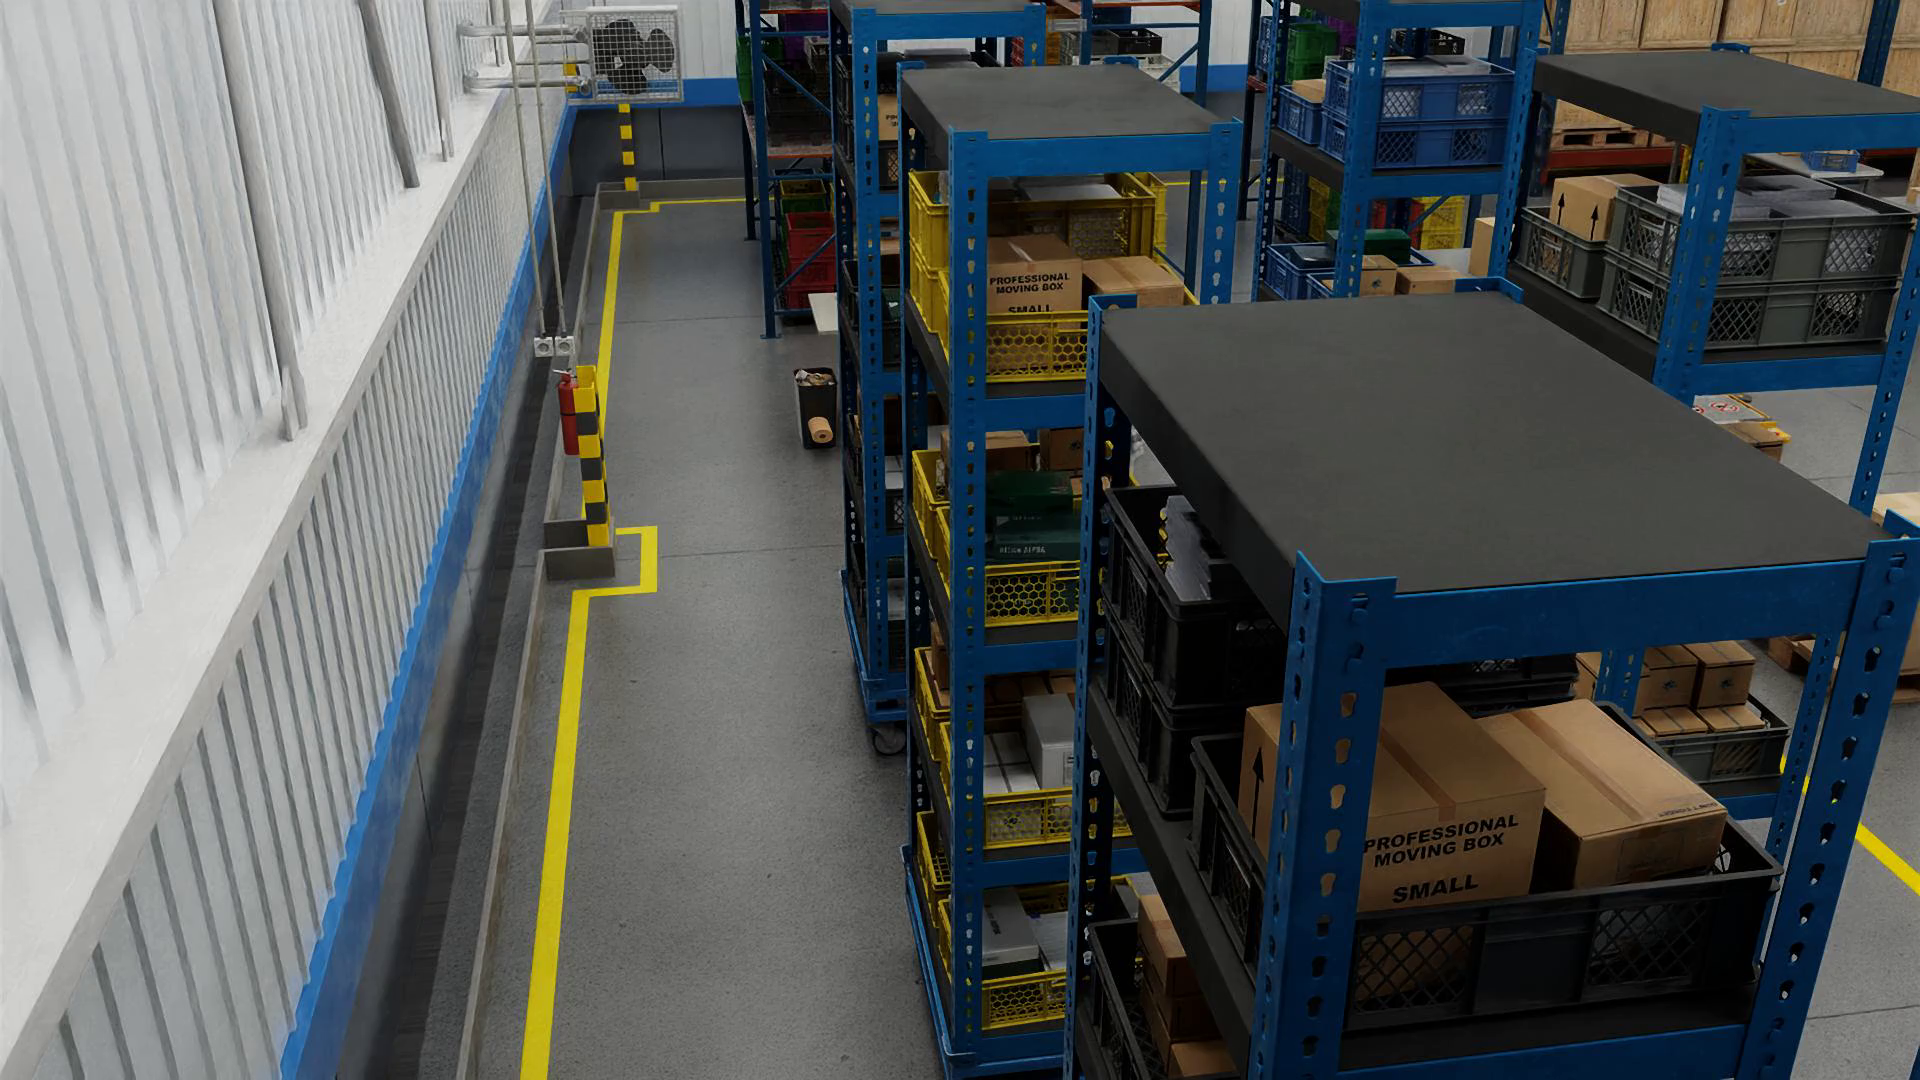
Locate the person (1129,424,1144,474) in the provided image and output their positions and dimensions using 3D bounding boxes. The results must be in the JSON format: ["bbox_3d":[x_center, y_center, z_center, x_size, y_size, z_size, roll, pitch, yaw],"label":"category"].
[{"bbox_3d":[0.909,-0.514,9.484,0.343,1.882,0.586,0,25,0],"label":"person"}]

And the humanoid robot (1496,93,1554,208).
[{"bbox_3d":[6.029,-4.251,17.886,0.599,1.627,0.672,10,26,20],"label":"humanoid robot"}]

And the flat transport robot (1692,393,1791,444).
[{"bbox_3d":[5.224,-0.859,12.132,1.431,0.197,0.652,-4,25,-8],"label":"flat transport robot"}]
